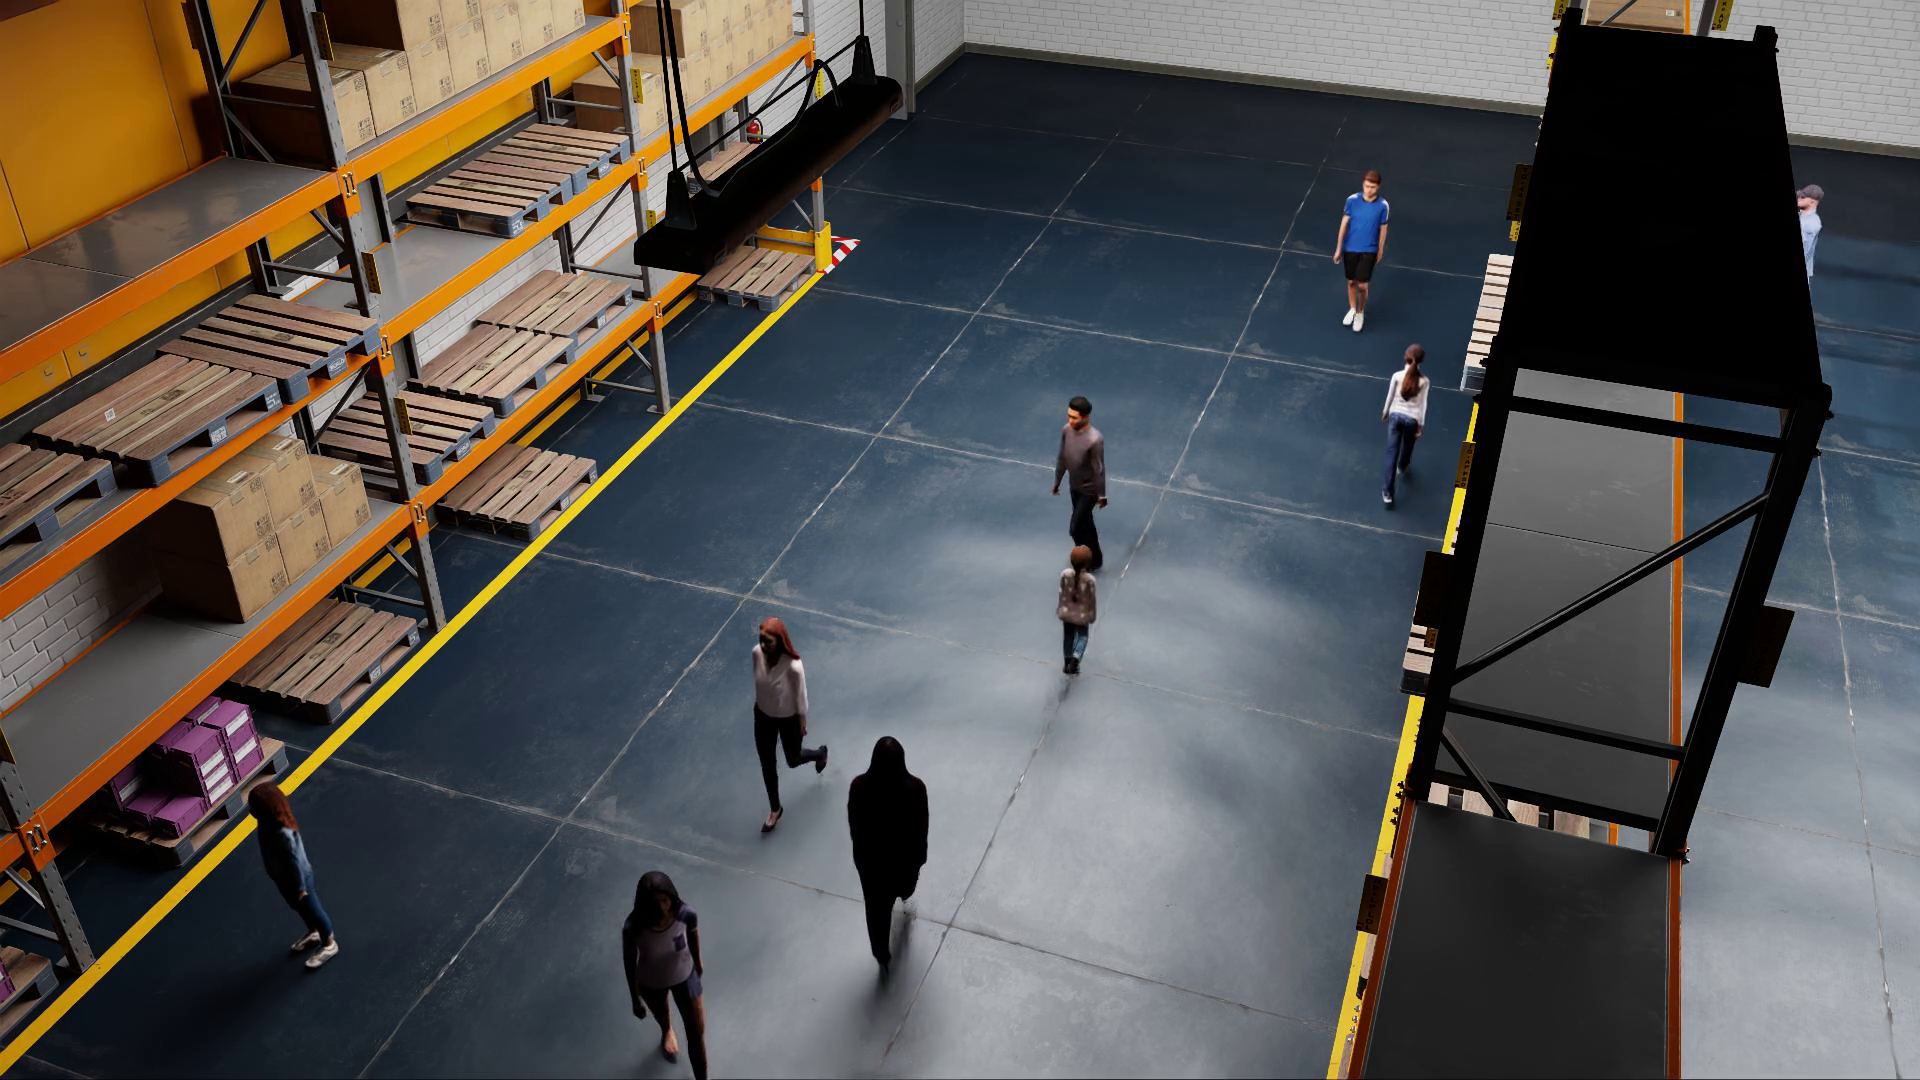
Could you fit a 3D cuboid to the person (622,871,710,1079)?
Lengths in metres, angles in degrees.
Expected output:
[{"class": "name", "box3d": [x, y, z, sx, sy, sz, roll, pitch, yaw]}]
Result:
[{"class": "person", "box3d": [-1.767, 2.561, 9.928, 1.053, 1.660, 1.172, -11, 35, -17]}]

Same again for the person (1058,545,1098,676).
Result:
[{"class": "person", "box3d": [0.907, 0.598, 13.311, 0.493, 1.184, 0.577, 13, 36, 18]}]

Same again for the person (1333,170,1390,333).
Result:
[{"class": "person", "box3d": [4.502, -3.281, 18.544, 0.688, 1.851, 0.734, 17, 37, 23]}]

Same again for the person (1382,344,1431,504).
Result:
[{"class": "person", "box3d": [4.124, -1.059, 15.512, 0.564, 1.508, 1.079, 10, 35, 14]}]

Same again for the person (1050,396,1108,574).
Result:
[{"class": "person", "box3d": [1.158, -0.477, 14.420, 0.859, 1.746, 0.817, -28, 43, -36]}]

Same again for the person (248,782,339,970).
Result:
[{"class": "person", "box3d": [-4.300, 2.134, 10.739, 0.605, 1.473, 0.580, 25, 41, 32]}]

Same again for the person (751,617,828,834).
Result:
[{"class": "person", "box3d": [-1.233, 1.252, 11.825, 0.726, 1.741, 1.047, 19, 38, 26]}]

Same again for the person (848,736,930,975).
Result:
[{"class": "person", "box3d": [-0.460, 2.054, 10.647, 0.907, 1.708, 1.162, 0, 34, 1]}]
